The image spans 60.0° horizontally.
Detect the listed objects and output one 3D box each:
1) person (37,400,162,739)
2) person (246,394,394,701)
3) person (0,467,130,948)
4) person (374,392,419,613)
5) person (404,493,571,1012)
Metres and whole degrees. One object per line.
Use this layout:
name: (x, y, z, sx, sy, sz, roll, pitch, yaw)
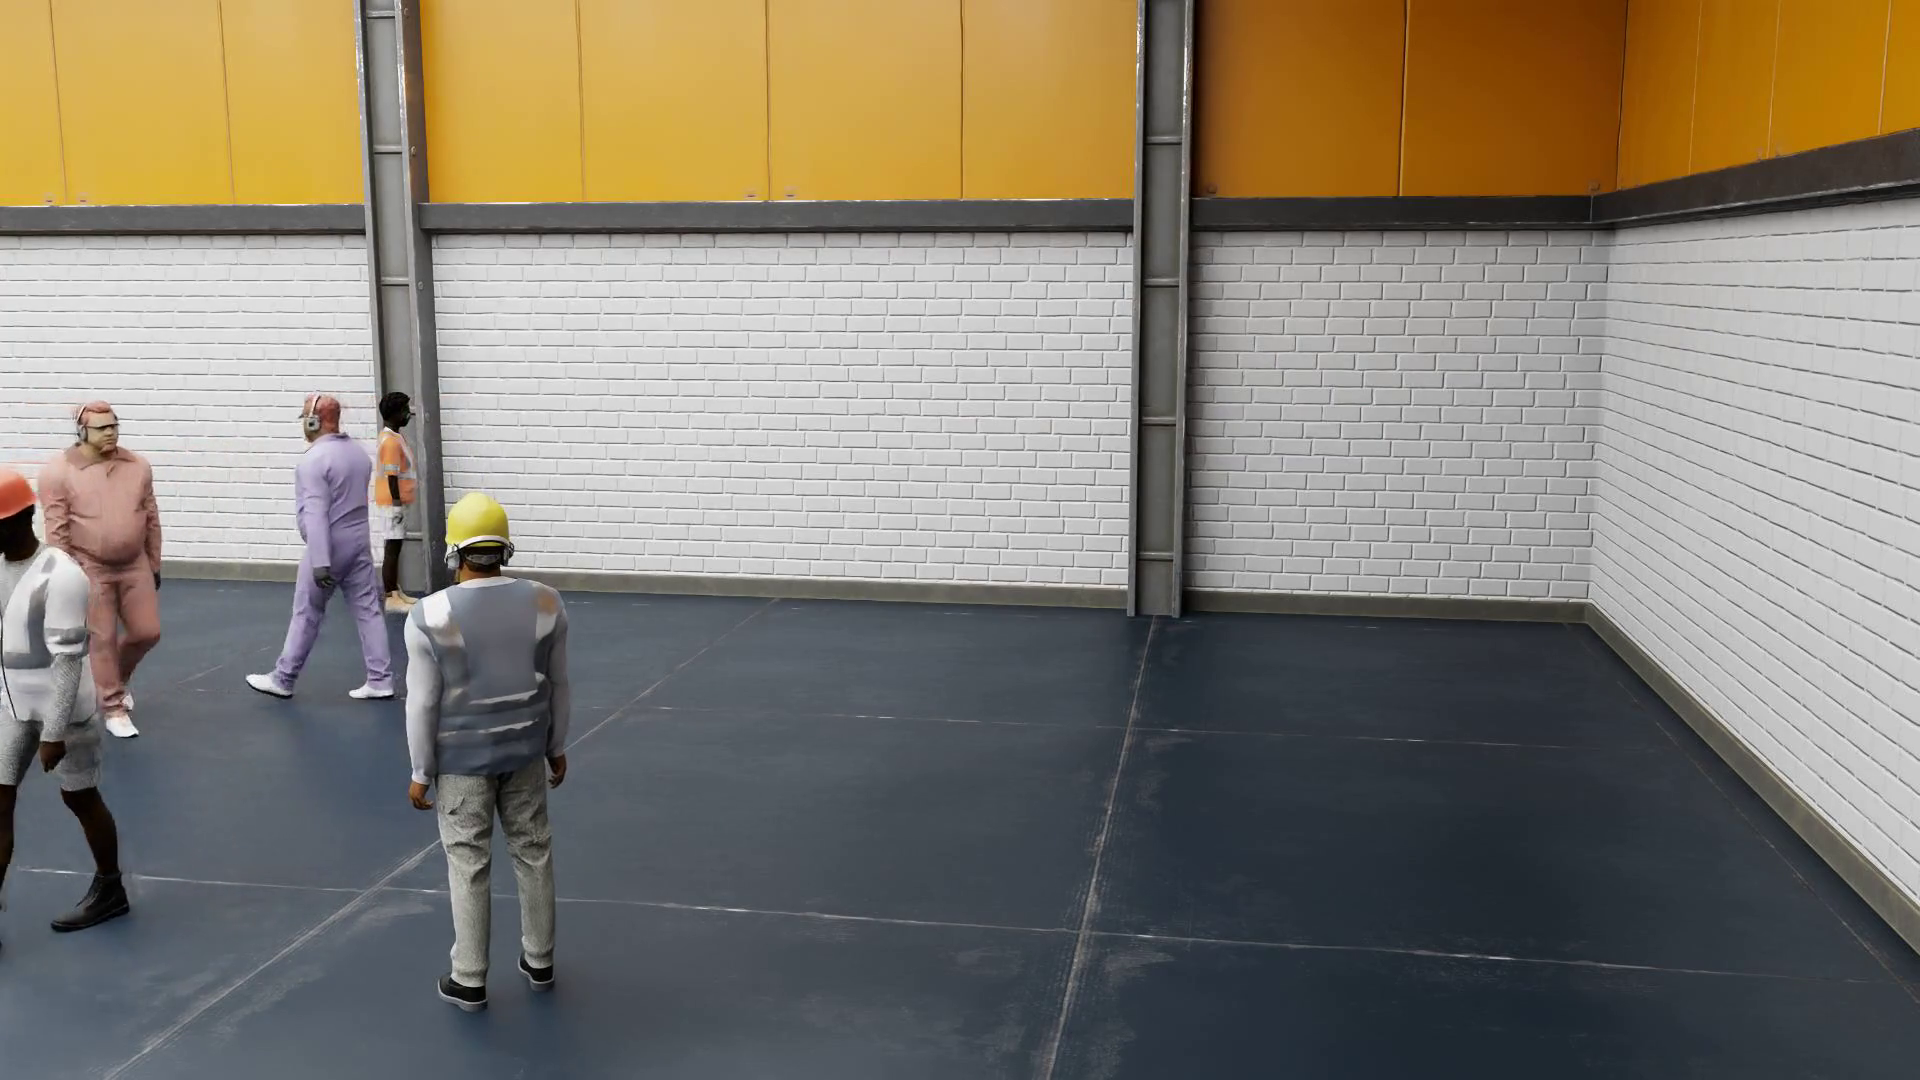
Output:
person: (-4.812, 0.153, 9.362, 0.554, 1.890, 0.651, 7, 12, 37)
person: (-3.874, 0.054, 10.054, 0.969, 1.857, 0.665, 2, 9, 13)
person: (-3.573, 0.659, 6.289, 0.602, 1.878, 0.897, 4, 10, 24)
person: (-4.302, -0.287, 12.698, 0.319, 1.691, 0.535, -3, 10, -17)
person: (-1.672, 0.744, 5.899, 0.599, 1.832, 0.404, -7, 12, -37)
